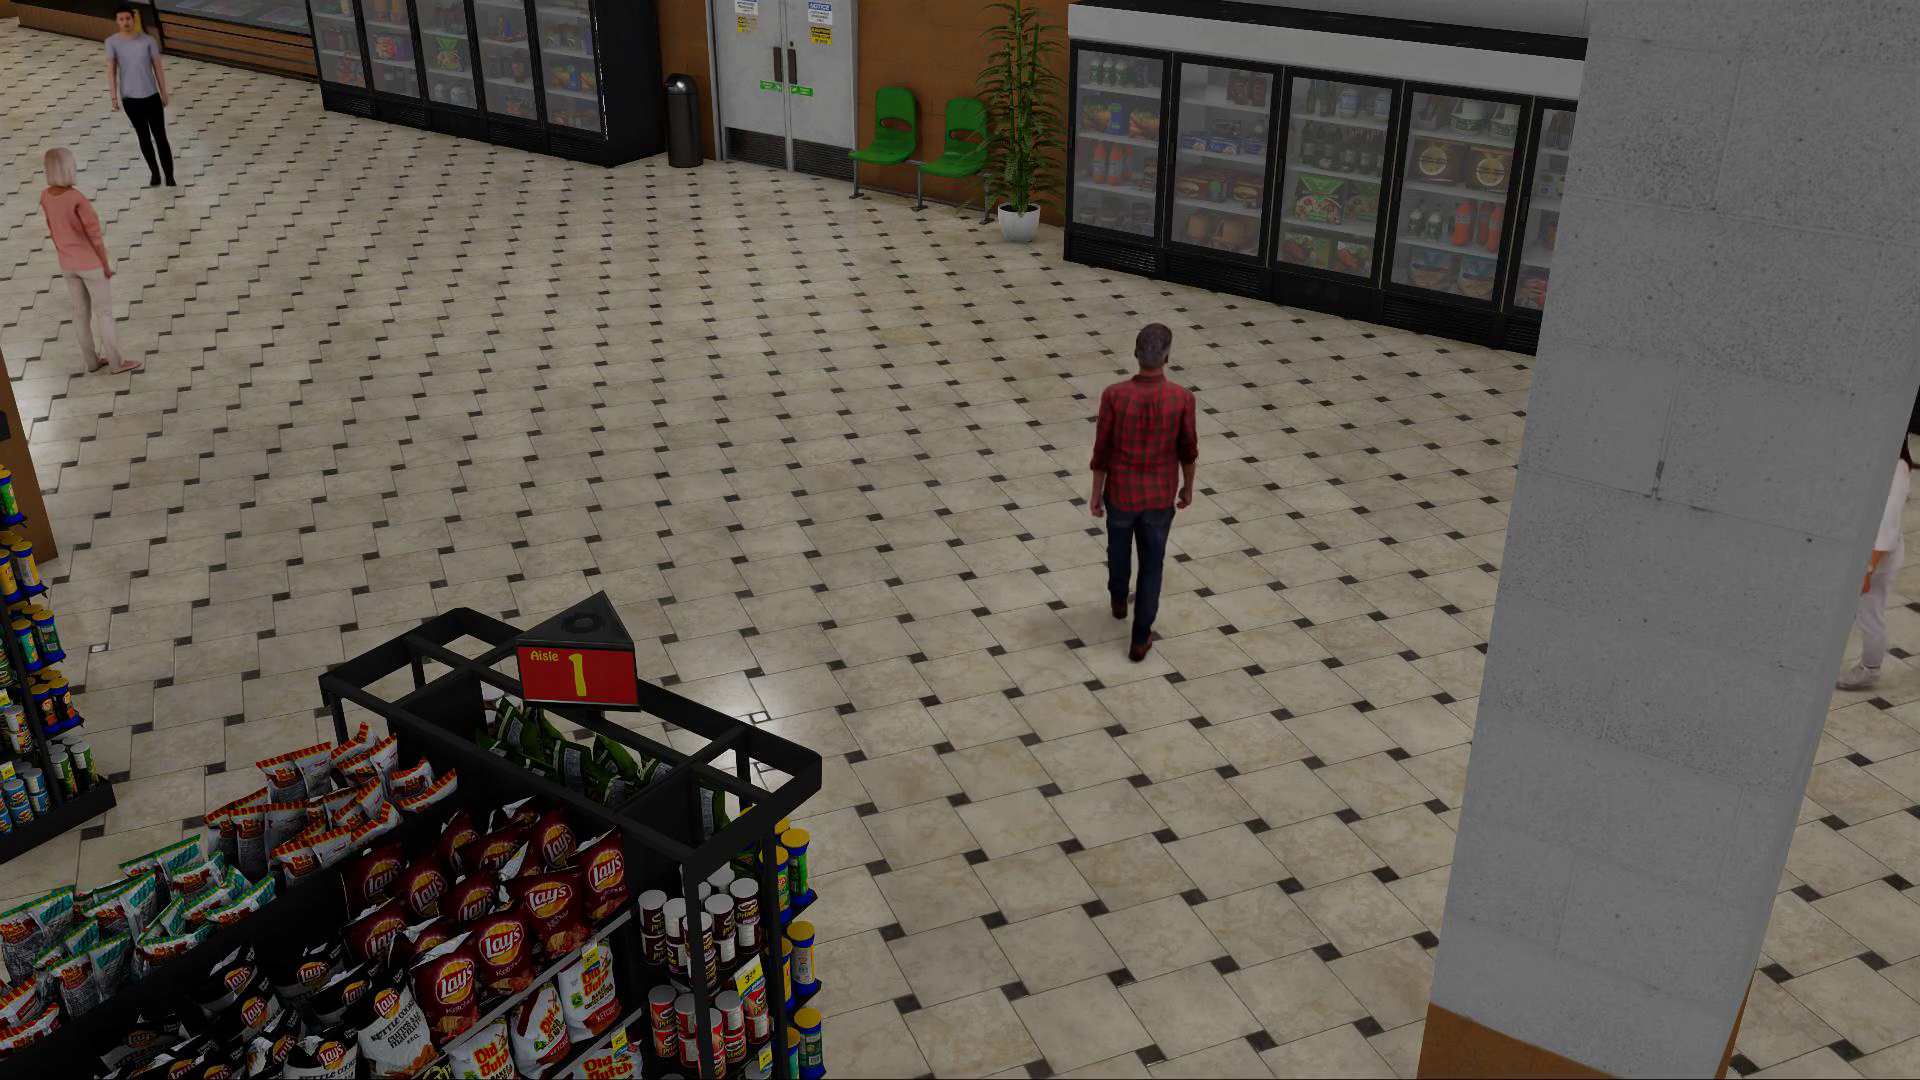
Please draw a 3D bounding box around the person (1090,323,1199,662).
[{"bbox_3d":[0.948,-0.209,8.741,0.946,1.804,1.081,5,27,9],"label":"person"}]

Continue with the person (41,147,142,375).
[{"bbox_3d":[-6.635,-2.102,12.561,0.654,1.724,0.613,8,28,16],"label":"person"}]

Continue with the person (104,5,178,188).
[{"bbox_3d":[-8.593,-4.649,17.450,1.015,1.845,1.031,-9,28,-18],"label":"person"}]
